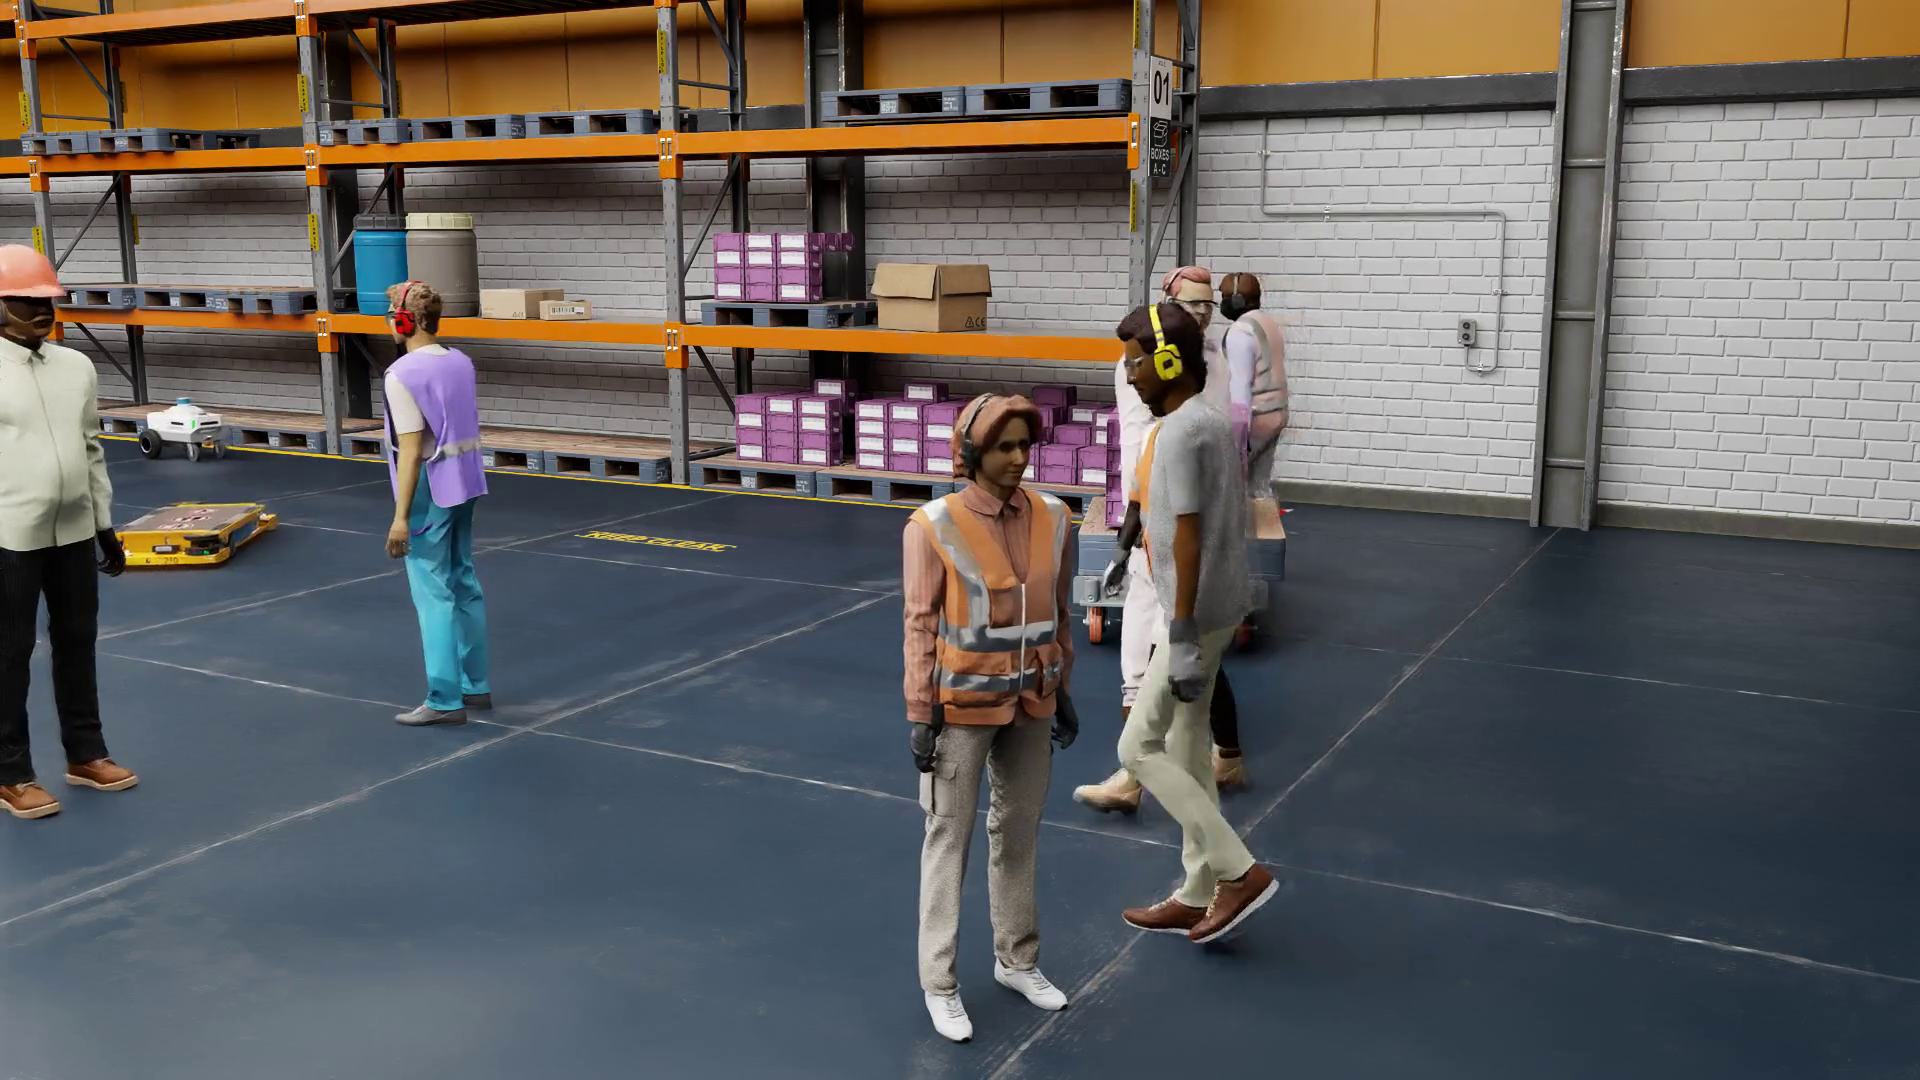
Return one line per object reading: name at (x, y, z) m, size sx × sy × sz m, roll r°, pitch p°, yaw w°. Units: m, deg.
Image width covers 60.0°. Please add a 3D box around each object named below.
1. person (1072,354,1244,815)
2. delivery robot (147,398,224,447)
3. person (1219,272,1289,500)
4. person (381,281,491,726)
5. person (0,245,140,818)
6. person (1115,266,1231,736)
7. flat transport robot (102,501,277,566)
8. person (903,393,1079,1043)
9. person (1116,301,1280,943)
person at (0.697, 0.135, 5.867) m, size 0.822 × 1.659 × 0.532 m, roll -3°, pitch 11°, yaw -16°
delivery robot at (-7.077, -1.058, 15.189) m, size 0.707 × 0.478 × 0.477 m, roll 6°, pitch 12°, yaw 29°
person at (1.709, -0.665, 9.841) m, size 0.446 × 1.821 × 0.687 m, roll 5°, pitch 12°, yaw 27°
person at (-2.177, -0.140, 6.902) m, size 0.402 × 1.838 × 0.585 m, roll 2°, pitch 11°, yaw 11°
person at (-3.250, -0.031, 5.879) m, size 0.403 × 1.989 × 0.622 m, roll 5°, pitch 11°, yaw 24°
person at (0.914, -0.166, 6.860) m, size 0.401 × 1.904 × 0.646 m, roll 9°, pitch 14°, yaw 42°
flat transport robot at (-4.943, -0.057, 10.740) m, size 0.652 × 0.197 × 1.431 m, roll -1°, pitch 10°, yaw -8°
person at (0.080, 0.441, 4.256) m, size 0.522 × 1.639 × 0.306 m, roll -7°, pitch 12°, yaw -34°
person at (0.640, 0.248, 4.761) m, size 0.468 × 1.838 × 0.569 m, roll 4°, pitch 11°, yaw 21°
